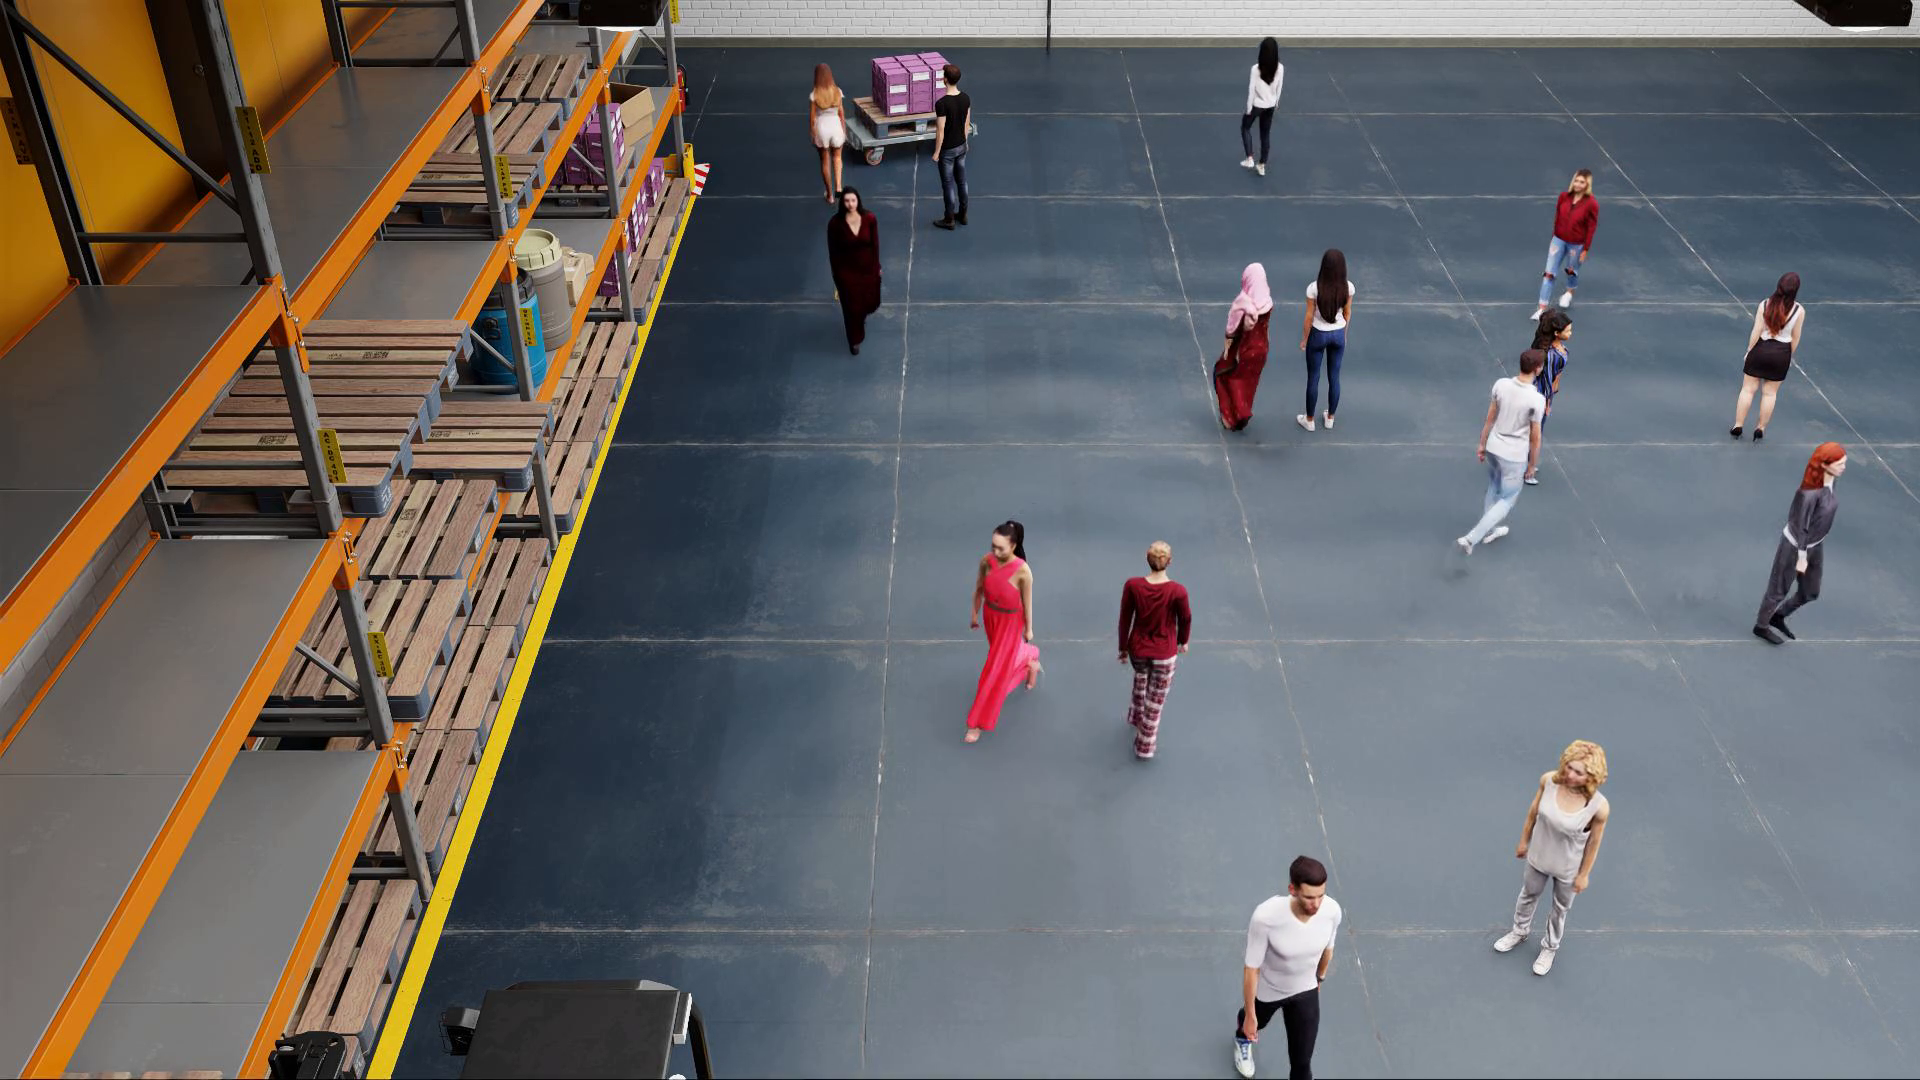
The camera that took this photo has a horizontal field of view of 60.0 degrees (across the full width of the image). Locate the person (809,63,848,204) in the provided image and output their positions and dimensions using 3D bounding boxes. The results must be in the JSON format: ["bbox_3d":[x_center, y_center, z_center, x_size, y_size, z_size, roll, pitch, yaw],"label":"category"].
[{"bbox_3d":[-1.541,-4.784,19.717,0.692,1.688,0.761,-9,35,-13],"label":"person"}]

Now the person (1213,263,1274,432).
[{"bbox_3d":[2.655,-1.709,15.152,0.778,1.618,0.822,-16,37,-22],"label":"person"}]

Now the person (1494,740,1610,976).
[{"bbox_3d":[3.517,1.840,9.766,0.740,1.671,0.680,-29,43,-36],"label":"person"}]

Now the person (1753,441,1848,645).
[{"bbox_3d":[6.199,0.019,12.423,0.697,1.762,0.747,-26,41,-33],"label":"person"}]

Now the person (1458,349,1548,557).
[{"bbox_3d":[4.344,-0.657,13.381,1.076,1.826,1.087,-24,40,-31],"label":"person"}]

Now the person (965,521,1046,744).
[{"bbox_3d":[0.359,0.568,11.675,1.056,1.675,1.211,24,40,31],"label":"person"}]

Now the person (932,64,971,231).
[{"bbox_3d":[-0.089,-4.519,19.130,0.758,1.896,0.809,-27,42,-35],"label":"person"}]

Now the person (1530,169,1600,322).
[{"bbox_3d":[6.347,-3.074,17.239,1.040,1.581,1.170,24,40,31],"label":"person"}]

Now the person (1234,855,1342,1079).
[{"bbox_3d":[1.685,2.336,8.900,0.787,1.803,1.246,-4,34,-6],"label":"person"}]

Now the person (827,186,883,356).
[{"bbox_3d":[-1.055,-2.713,16.550,0.788,1.744,0.874,-9,35,-13],"label":"person"}]

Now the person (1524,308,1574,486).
[{"bbox_3d":[5.066,-1.254,14.469,0.738,1.617,0.598,11,35,16],"label":"person"}]

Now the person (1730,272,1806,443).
[{"bbox_3d":[7.312,-1.653,15.039,0.617,1.649,0.615,12,36,18],"label":"person"}]

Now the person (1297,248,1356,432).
[{"bbox_3d":[3.346,-1.822,15.181,0.606,1.775,0.544,-3,34,-5],"label":"person"}]

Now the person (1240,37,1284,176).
[{"bbox_3d":[3.763,-5.320,20.523,0.718,1.687,0.725,-10,35,-15],"label":"person"}]

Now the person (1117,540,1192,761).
[{"bbox_3d":[1.290,0.788,11.337,0.766,1.685,0.854,15,36,21],"label":"person"}]
